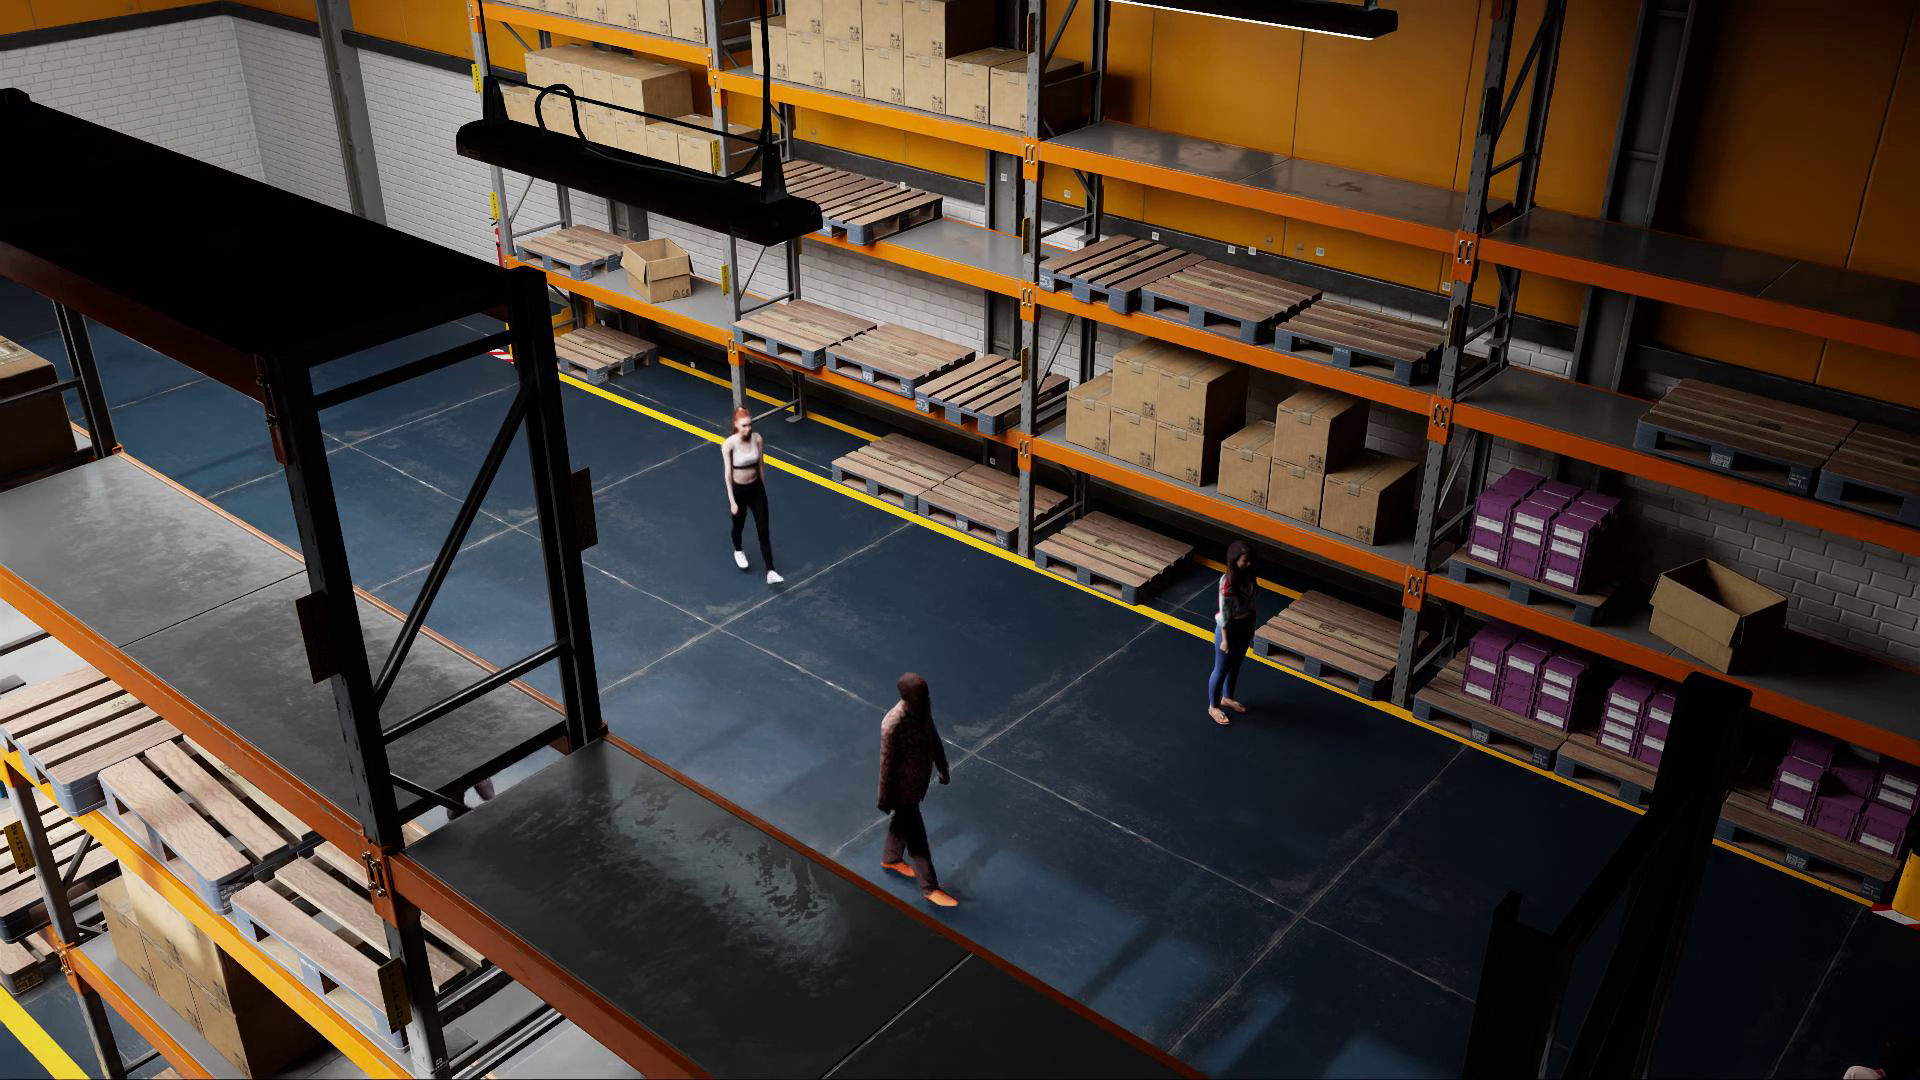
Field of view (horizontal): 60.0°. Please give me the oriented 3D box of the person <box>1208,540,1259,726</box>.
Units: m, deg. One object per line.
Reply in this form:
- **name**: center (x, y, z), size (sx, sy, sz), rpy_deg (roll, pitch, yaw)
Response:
- **person**: center (2.219, 0.726, 13.522), size (0.526, 1.613, 0.597), rpy_deg (25, 37, 38)

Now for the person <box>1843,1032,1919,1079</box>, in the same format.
- **person**: center (4.760, 3.248, 8.764), size (0.496, 1.742, 0.658), rpy_deg (16, 33, 27)

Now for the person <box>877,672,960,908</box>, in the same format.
- **person**: center (-0.445, 1.670, 11.617), size (1.040, 1.781, 0.836), rpy_deg (15, 32, 25)

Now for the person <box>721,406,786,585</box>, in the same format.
- **person**: center (-2.057, -0.448, 15.587), size (0.874, 1.697, 1.216), rpy_deg (-15, 32, -25)
